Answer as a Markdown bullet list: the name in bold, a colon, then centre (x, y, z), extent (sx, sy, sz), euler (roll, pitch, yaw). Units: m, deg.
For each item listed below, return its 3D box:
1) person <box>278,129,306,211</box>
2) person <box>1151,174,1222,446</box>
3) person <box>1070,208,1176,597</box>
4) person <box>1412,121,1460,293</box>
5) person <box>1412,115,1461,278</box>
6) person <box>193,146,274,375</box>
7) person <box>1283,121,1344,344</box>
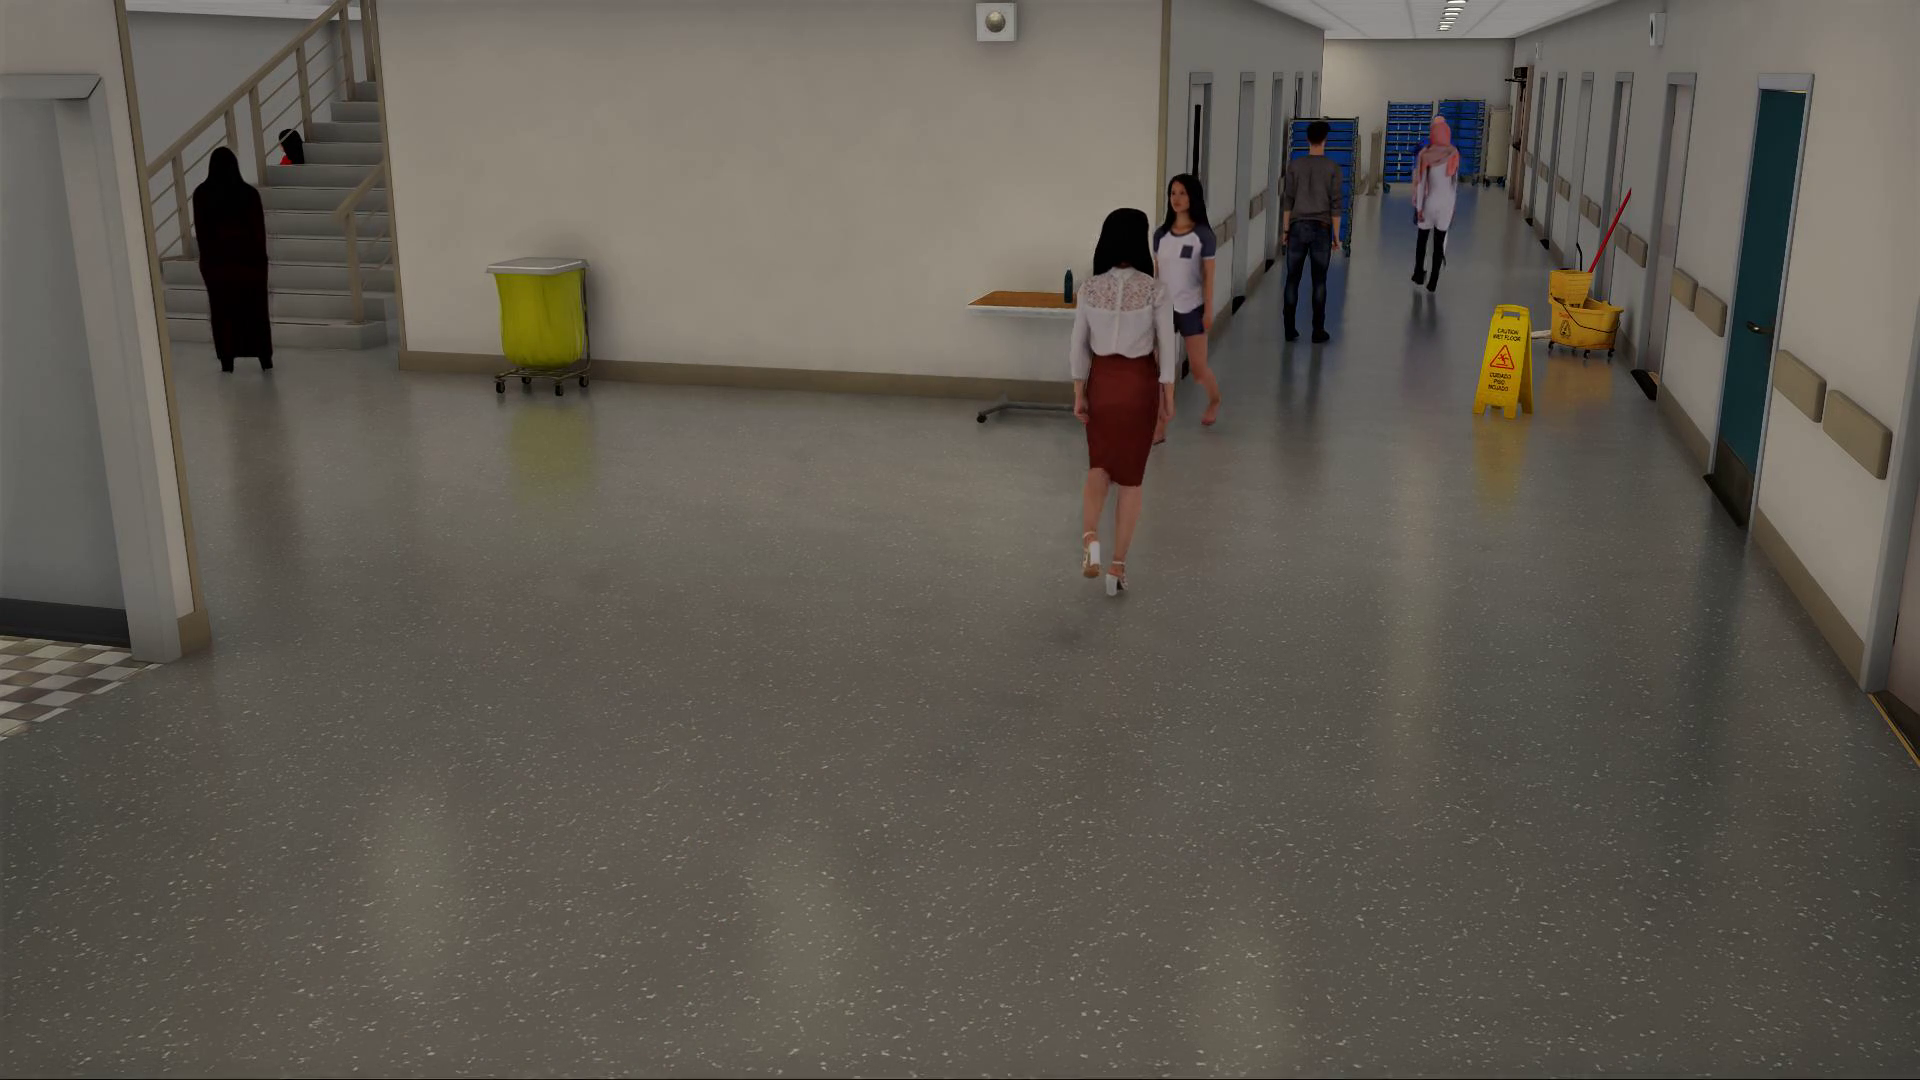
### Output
- **person**: centre (-6.884, -3.385, 17.317), extent (0.702, 1.748, 0.577), euler (2, 16, 7)
- **person**: centre (1.455, -1.461, 10.616), extent (0.816, 1.681, 1.119), euler (10, 19, 32)
- **person**: centre (0.698, -0.567, 7.339), extent (0.632, 1.739, 0.700), euler (6, 17, 19)
- **person**: centre (5.131, -3.543, 17.830), extent (0.738, 1.774, 1.024), euler (1, 16, 5)
- **person**: centre (5.450, -3.936, 19.127), extent (0.751, 1.827, 0.971), euler (2, 16, 7)
- **person**: centre (-5.727, -2.206, 13.120), extent (0.777, 1.757, 0.817), euler (-7, 17, -23)
- **person**: centre (3.073, -2.704, 14.621), extent (0.681, 1.900, 0.592), euler (6, 17, 20)
